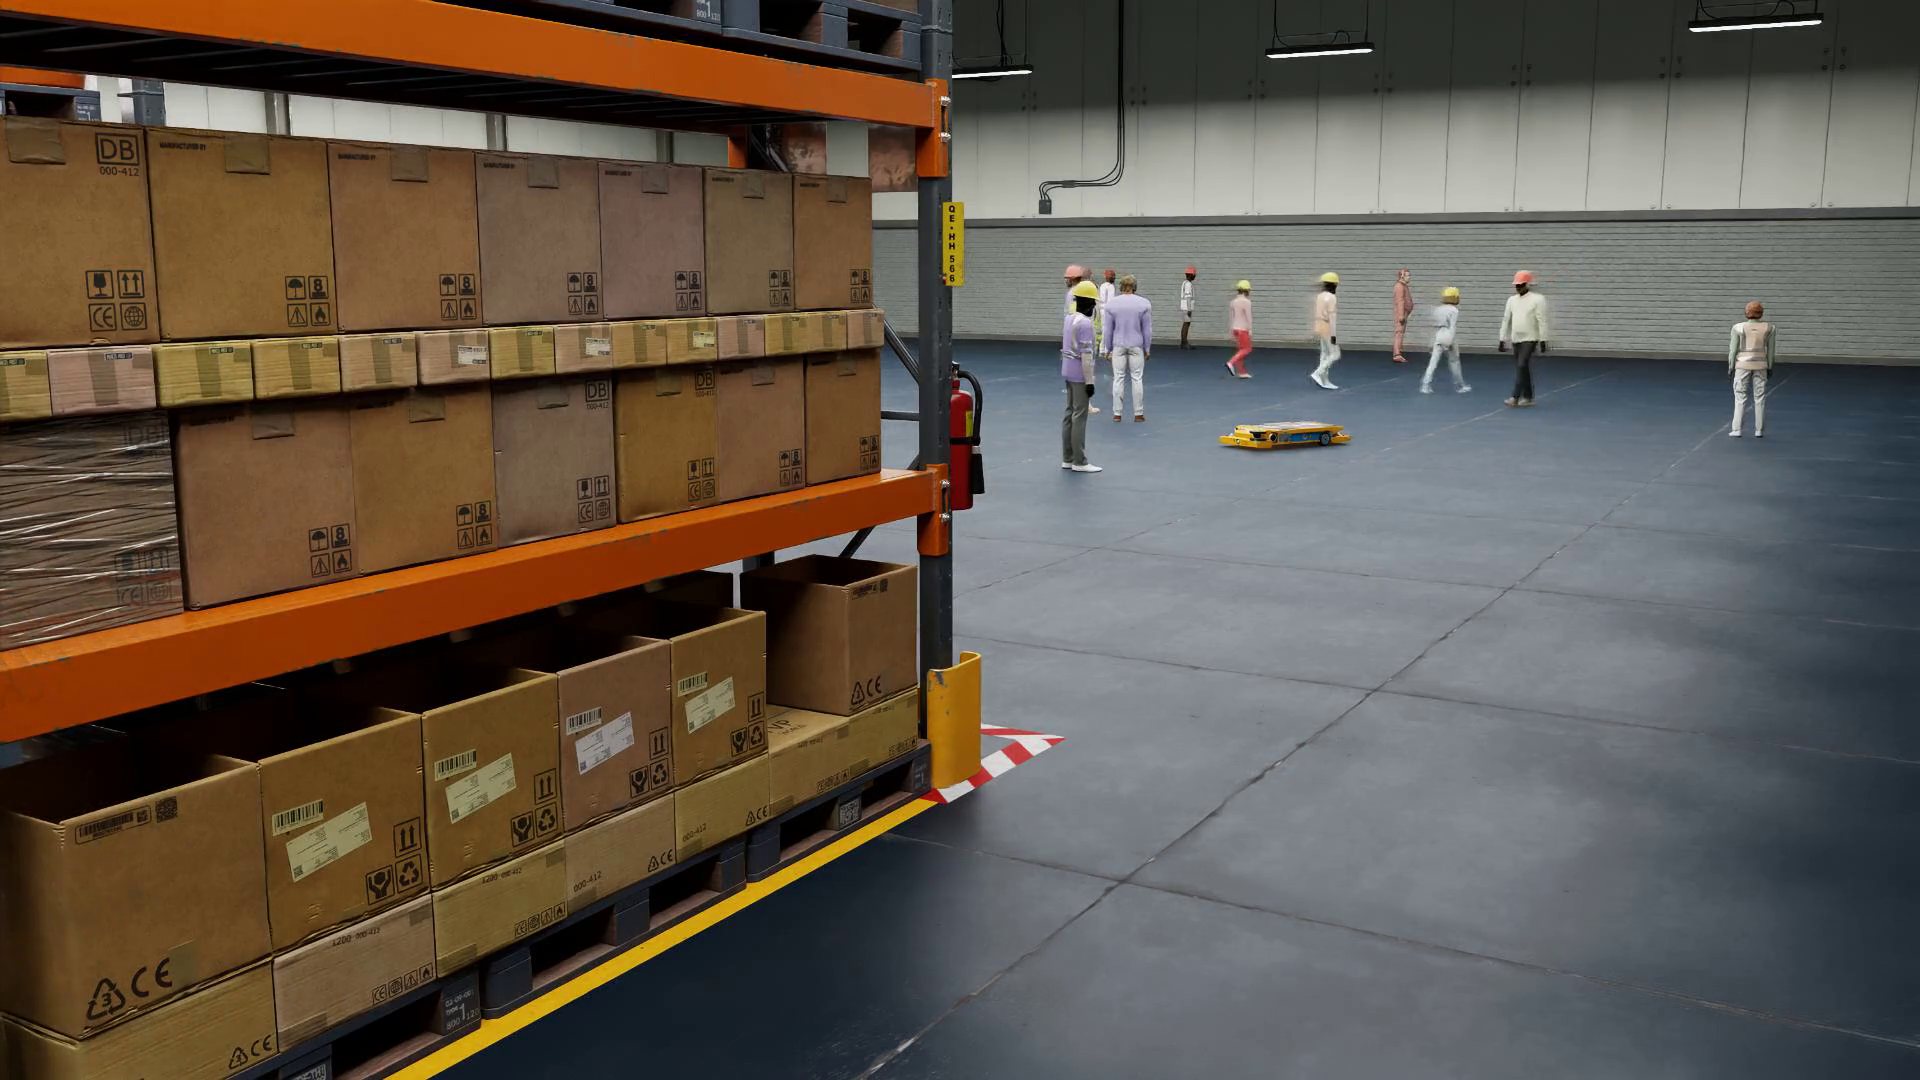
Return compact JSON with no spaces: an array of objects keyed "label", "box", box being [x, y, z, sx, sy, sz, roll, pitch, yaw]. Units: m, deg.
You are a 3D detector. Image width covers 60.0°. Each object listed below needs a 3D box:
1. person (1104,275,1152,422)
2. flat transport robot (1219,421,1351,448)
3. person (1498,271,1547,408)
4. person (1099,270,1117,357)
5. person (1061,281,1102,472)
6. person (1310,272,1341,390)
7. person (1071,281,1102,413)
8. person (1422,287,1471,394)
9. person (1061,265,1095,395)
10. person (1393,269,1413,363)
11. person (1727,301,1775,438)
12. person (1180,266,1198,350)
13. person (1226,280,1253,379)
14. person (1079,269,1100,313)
[{"label":"person","box":[2.200,-2.505,21.821,0.627,1.933,0.371,2,10,10]},{"label":"flat transport robot","box":[3.754,-1.222,19.165,1.431,0.197,0.652,-6,11,-31]},{"label":"person","box":[8.019,-2.882,23.938,0.921,1.952,0.656,-7,12,-34]},{"label":"person","box":[3.191,-4.878,35.852,0.337,1.882,0.584,-4,10,-22]},{"label":"person","box":[1.224,-1.649,16.845,0.383,1.920,0.585,-3,10,-16]},{"label":"person","box":[5.965,-3.389,27.028,0.440,1.913,0.618,-2,10,-10]},{"label":"person","box":[1.767,-2.686,23.176,0.428,1.835,0.627,-2,10,-14]},{"label":"person","box":[7.718,-3.158,26.345,0.924,1.693,0.488,-5,11,-28]},{"label":"person","box":[1.824,-3.260,25.954,0.533,2.032,0.608,5,11,26]},{"label":"person","box":[9.084,-4.595,34.140,0.409,1.908,0.642,2,10,13]},{"label":"person","box":[9.494,-2.044,19.980,0.514,1.639,0.317,2,10,11]},{"label":"person","box":[5.350,-5.412,38.832,0.377,1.932,0.552,0,10,0]},{"label":"person","box":[4.966,-3.723,29.445,0.534,1.750,0.544,-4,11,-23]},{"label":"person","box":[2.865,-5.213,37.798,0.662,1.887,0.492,0,10,0]}]
